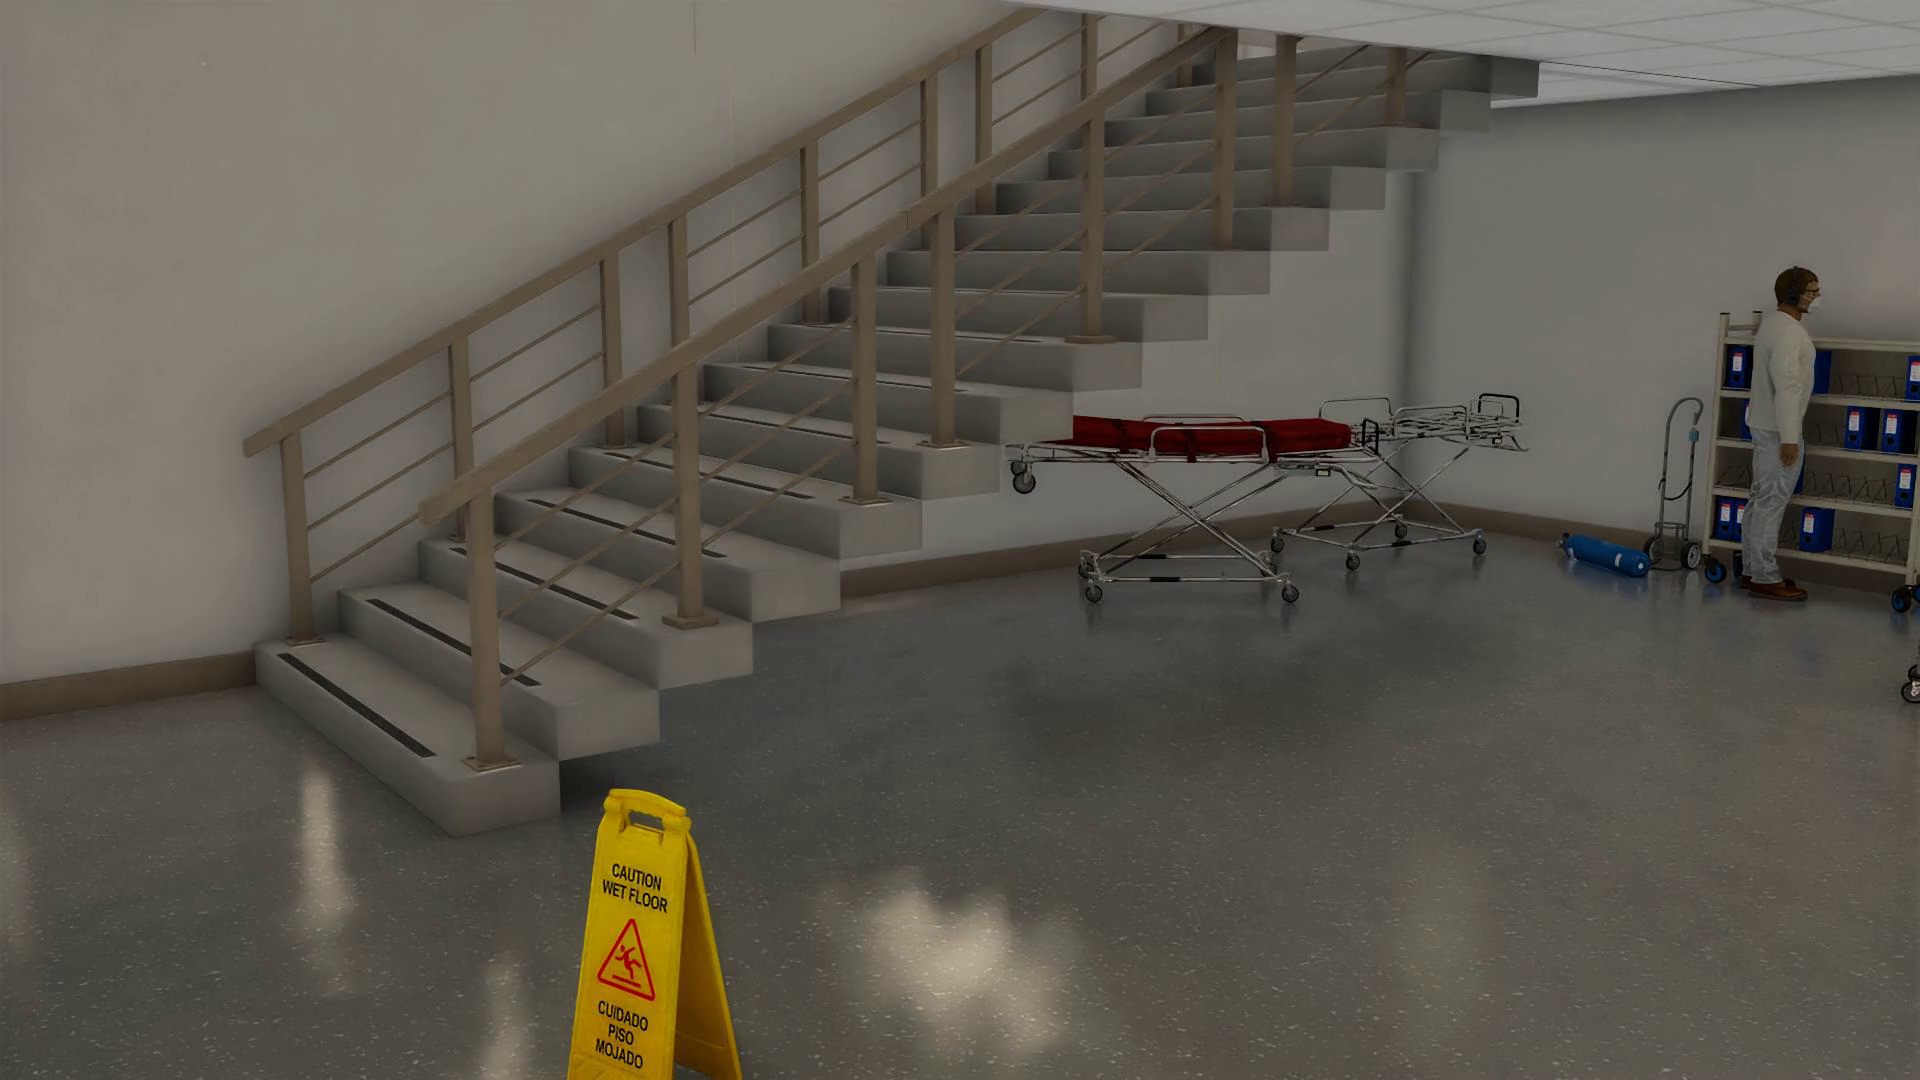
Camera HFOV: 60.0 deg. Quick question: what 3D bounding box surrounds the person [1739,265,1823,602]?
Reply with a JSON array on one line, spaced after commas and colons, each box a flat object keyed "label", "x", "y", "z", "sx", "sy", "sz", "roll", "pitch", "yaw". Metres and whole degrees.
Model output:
[{"label": "person", "x": 4.797, "y": -0.621, "z": 9.717, "sx": 0.372, "sy": 1.940, "sz": 0.630, "roll": 3, "pitch": 10, "yaw": 17}]
